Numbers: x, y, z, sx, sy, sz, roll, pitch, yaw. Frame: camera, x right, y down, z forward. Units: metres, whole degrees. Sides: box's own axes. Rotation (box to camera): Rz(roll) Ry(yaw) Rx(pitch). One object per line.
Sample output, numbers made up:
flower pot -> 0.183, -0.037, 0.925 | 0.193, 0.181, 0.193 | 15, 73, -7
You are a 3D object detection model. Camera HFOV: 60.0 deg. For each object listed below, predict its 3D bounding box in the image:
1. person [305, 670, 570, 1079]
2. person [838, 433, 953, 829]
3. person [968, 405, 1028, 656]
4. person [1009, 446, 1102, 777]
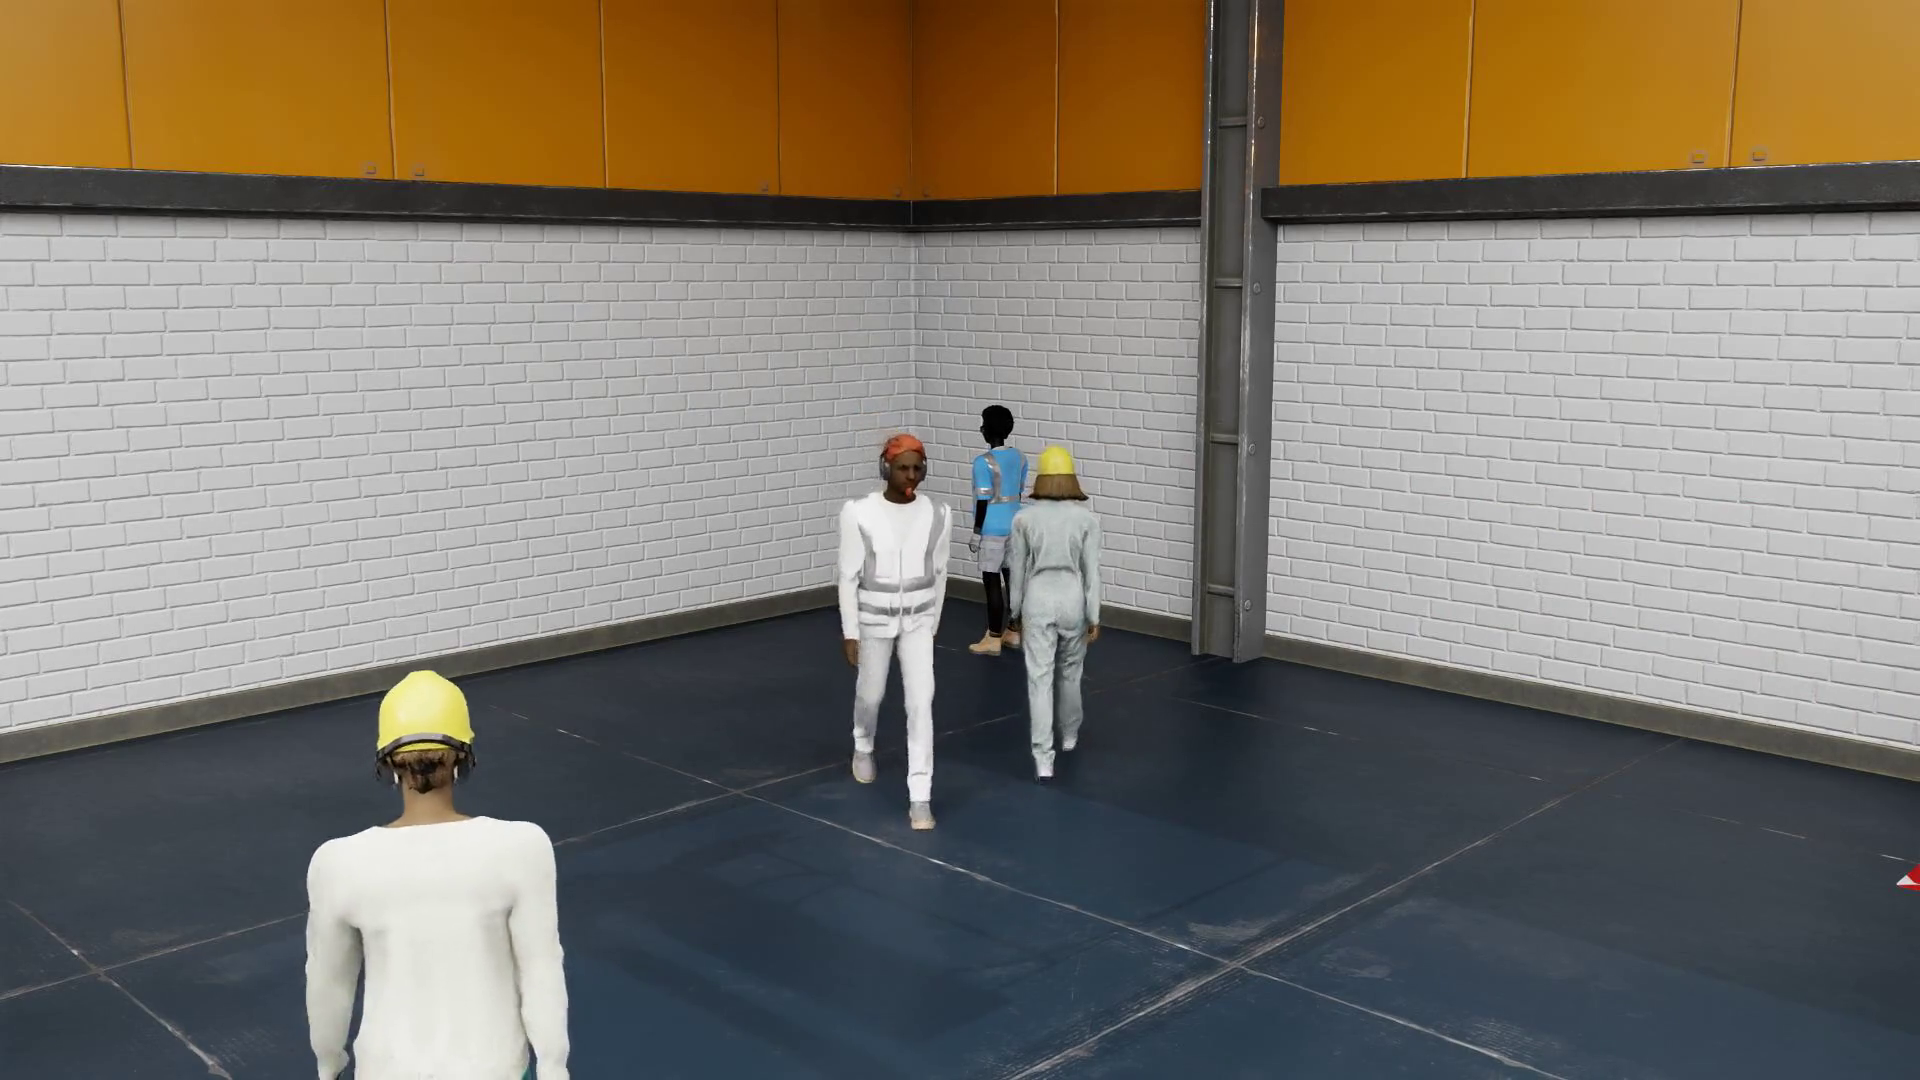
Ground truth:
person -> -1.169, 1.137, 3.760 | 0.557, 1.726, 0.840 | -2, 10, -14
person -> -0.328, 0.388, 8.068 | 0.569, 1.844, 0.964 | -2, 9, -12
person -> 0.252, -0.067, 11.275 | 0.318, 1.697, 0.534 | 6, 11, 35
person -> 0.494, 0.358, 8.702 | 0.487, 1.687, 0.917 | 1, 9, 4
